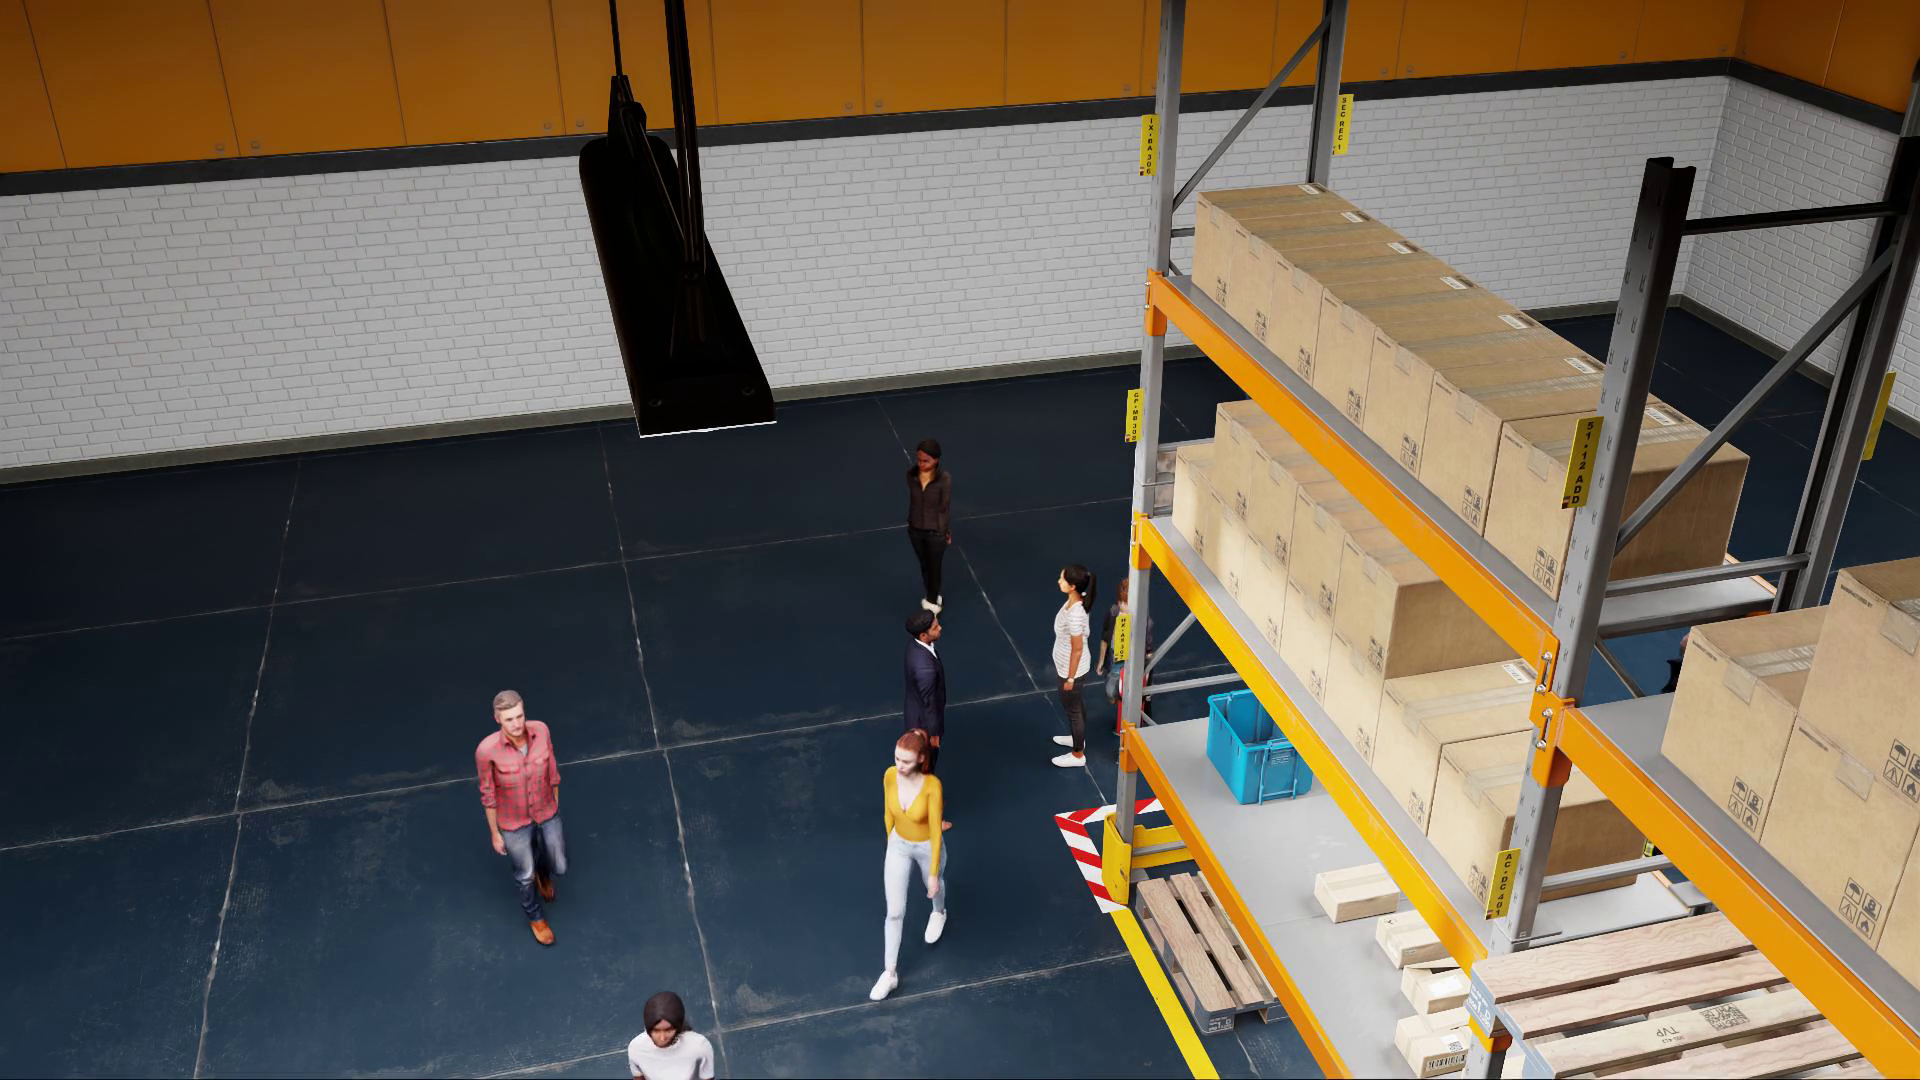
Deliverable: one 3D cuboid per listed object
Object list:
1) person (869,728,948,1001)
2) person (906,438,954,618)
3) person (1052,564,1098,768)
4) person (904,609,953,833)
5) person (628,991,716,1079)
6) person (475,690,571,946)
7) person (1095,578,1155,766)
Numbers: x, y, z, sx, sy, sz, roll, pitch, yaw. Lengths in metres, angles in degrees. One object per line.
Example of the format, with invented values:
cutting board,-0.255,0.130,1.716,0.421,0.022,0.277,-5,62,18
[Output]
person,-0.221,1.882,10.192,1.062,1.700,1.219,11,31,20
person,-0.225,-0.085,13.838,0.736,1.661,0.813,4,29,8
person,0.824,0.898,12.052,0.700,1.645,0.575,3,29,6
person,-0.251,1.217,11.384,0.704,1.726,0.470,-6,29,-10
person,-1.390,2.876,8.390,0.731,1.681,1.168,-1,29,-2
person,-2.757,1.689,10.424,0.831,1.817,0.900,-19,34,-31
person,1.223,0.891,12.286,0.830,1.434,0.895,15,32,26
